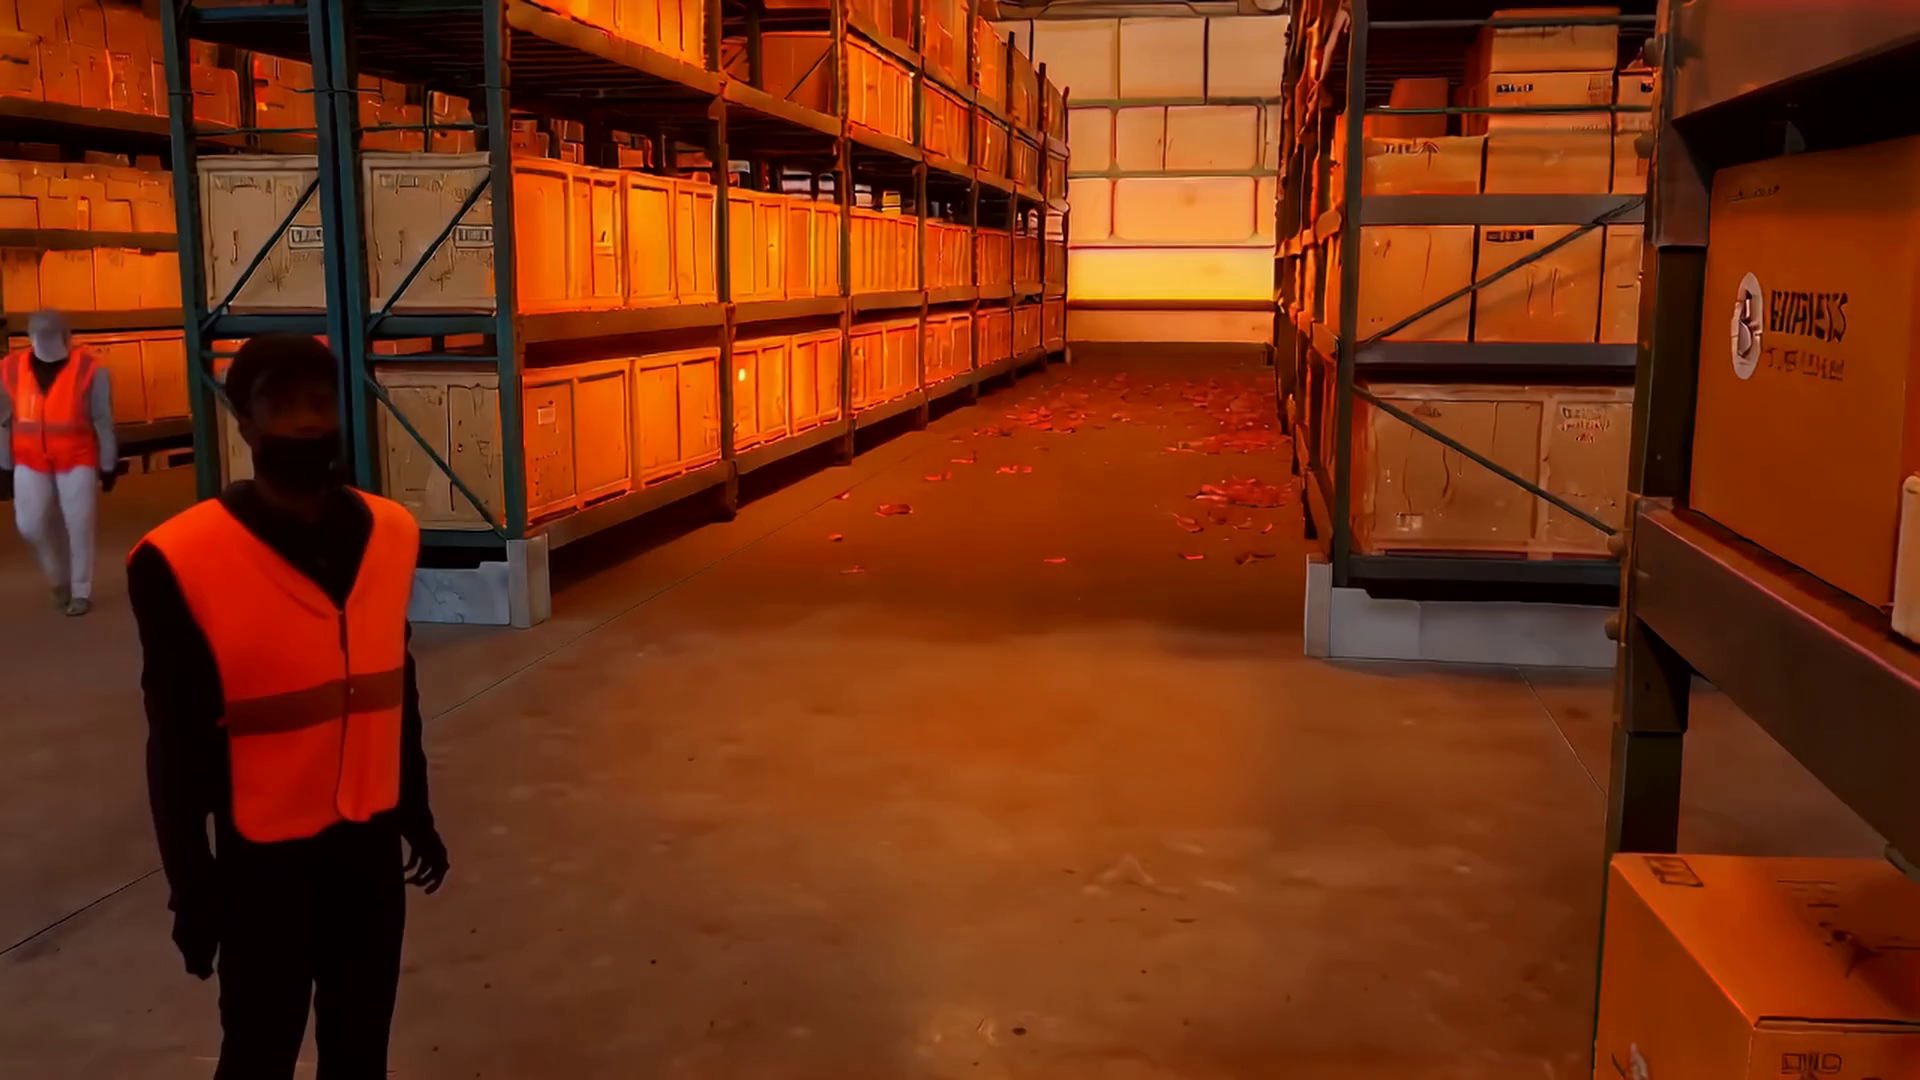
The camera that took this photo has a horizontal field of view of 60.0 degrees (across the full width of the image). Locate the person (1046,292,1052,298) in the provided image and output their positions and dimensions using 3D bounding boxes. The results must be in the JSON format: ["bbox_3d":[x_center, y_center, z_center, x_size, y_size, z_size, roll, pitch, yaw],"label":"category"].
[{"bbox_3d":[1.887,-4.915,38.118,0.755,1.609,0.512,3,10,17],"label":"person"}]

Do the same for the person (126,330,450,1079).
[{"bbox_3d":[-1.246,0.564,3.160,0.378,1.917,0.597,5,10,29],"label":"person"}]

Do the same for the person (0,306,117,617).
[{"bbox_3d":[-5.297,-0.458,9.793,0.644,1.822,0.477,-2,9,-13],"label":"person"}]
